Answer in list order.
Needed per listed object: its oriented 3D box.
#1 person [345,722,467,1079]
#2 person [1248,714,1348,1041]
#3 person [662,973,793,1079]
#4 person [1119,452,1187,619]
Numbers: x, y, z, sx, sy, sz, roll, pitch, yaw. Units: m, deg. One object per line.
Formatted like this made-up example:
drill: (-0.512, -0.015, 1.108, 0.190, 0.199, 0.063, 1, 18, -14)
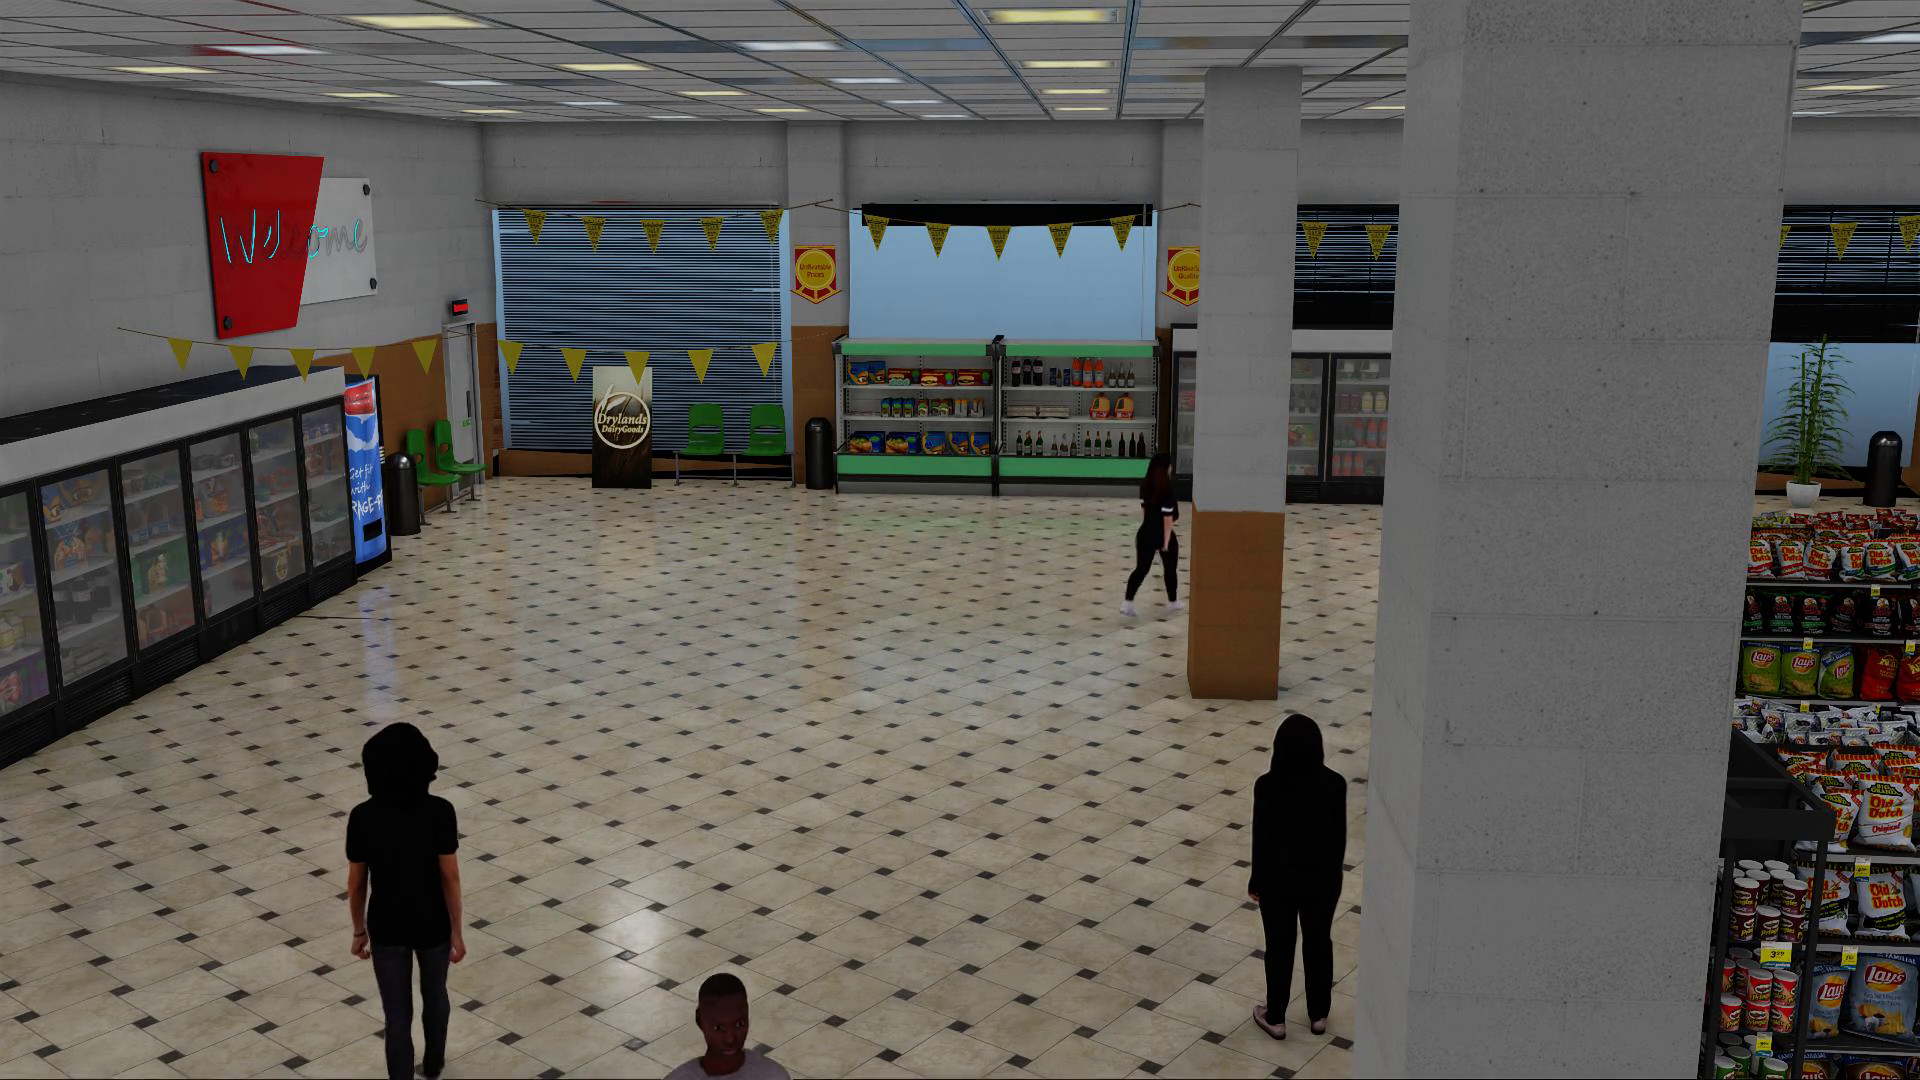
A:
person: (-2.414, 1.720, 7.243, 1.148, 1.800, 0.963, -3, 12, -14)
person: (1.646, 1.634, 8.099, 0.640, 1.616, 0.769, -2, 12, -9)
person: (-0.754, 2.164, 5.222, 0.919, 1.765, 0.912, -5, 13, -22)
person: (1.819, -0.015, 15.965, 1.114, 1.602, 1.086, -11, 16, -42)
